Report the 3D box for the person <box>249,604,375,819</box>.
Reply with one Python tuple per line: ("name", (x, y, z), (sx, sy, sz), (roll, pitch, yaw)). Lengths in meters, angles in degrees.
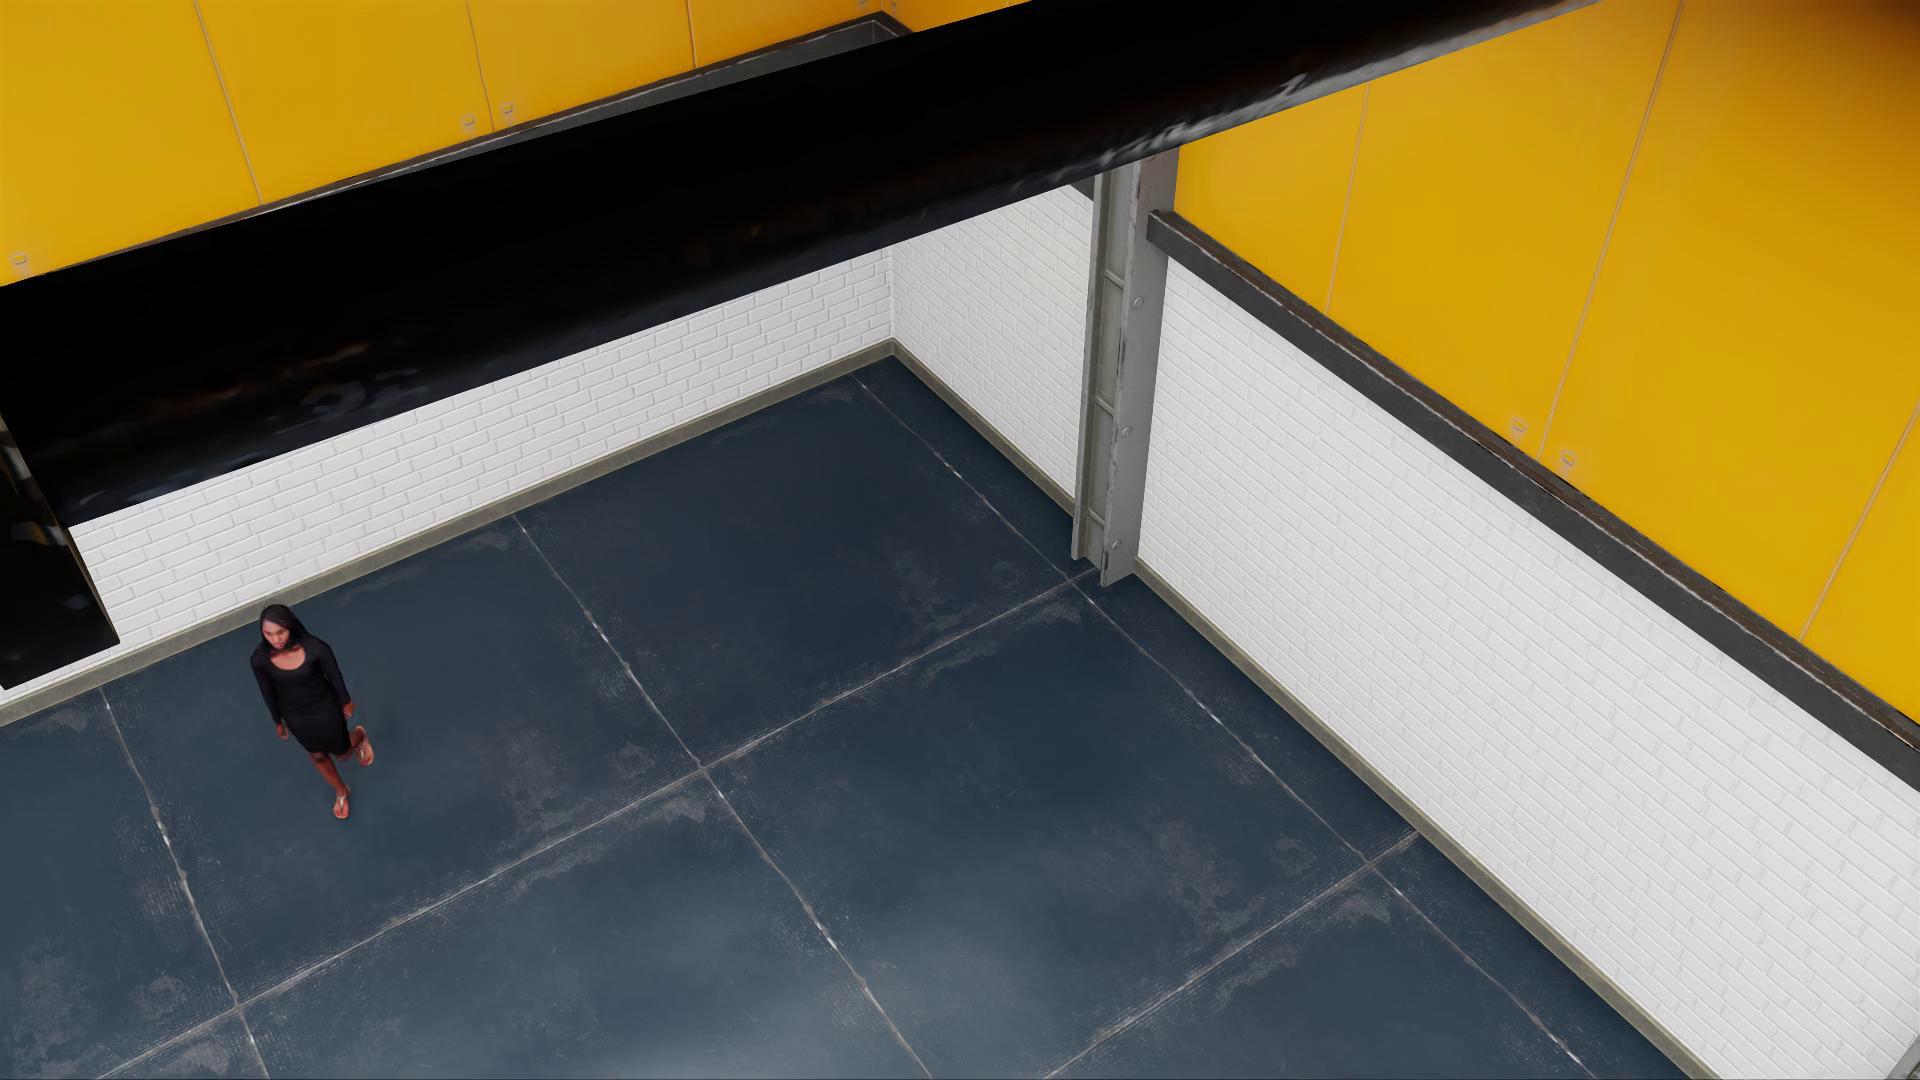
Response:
("person", (-3.899, 0.960, 10.045), (0.787, 1.714, 0.878), (-6, 44, -6))
